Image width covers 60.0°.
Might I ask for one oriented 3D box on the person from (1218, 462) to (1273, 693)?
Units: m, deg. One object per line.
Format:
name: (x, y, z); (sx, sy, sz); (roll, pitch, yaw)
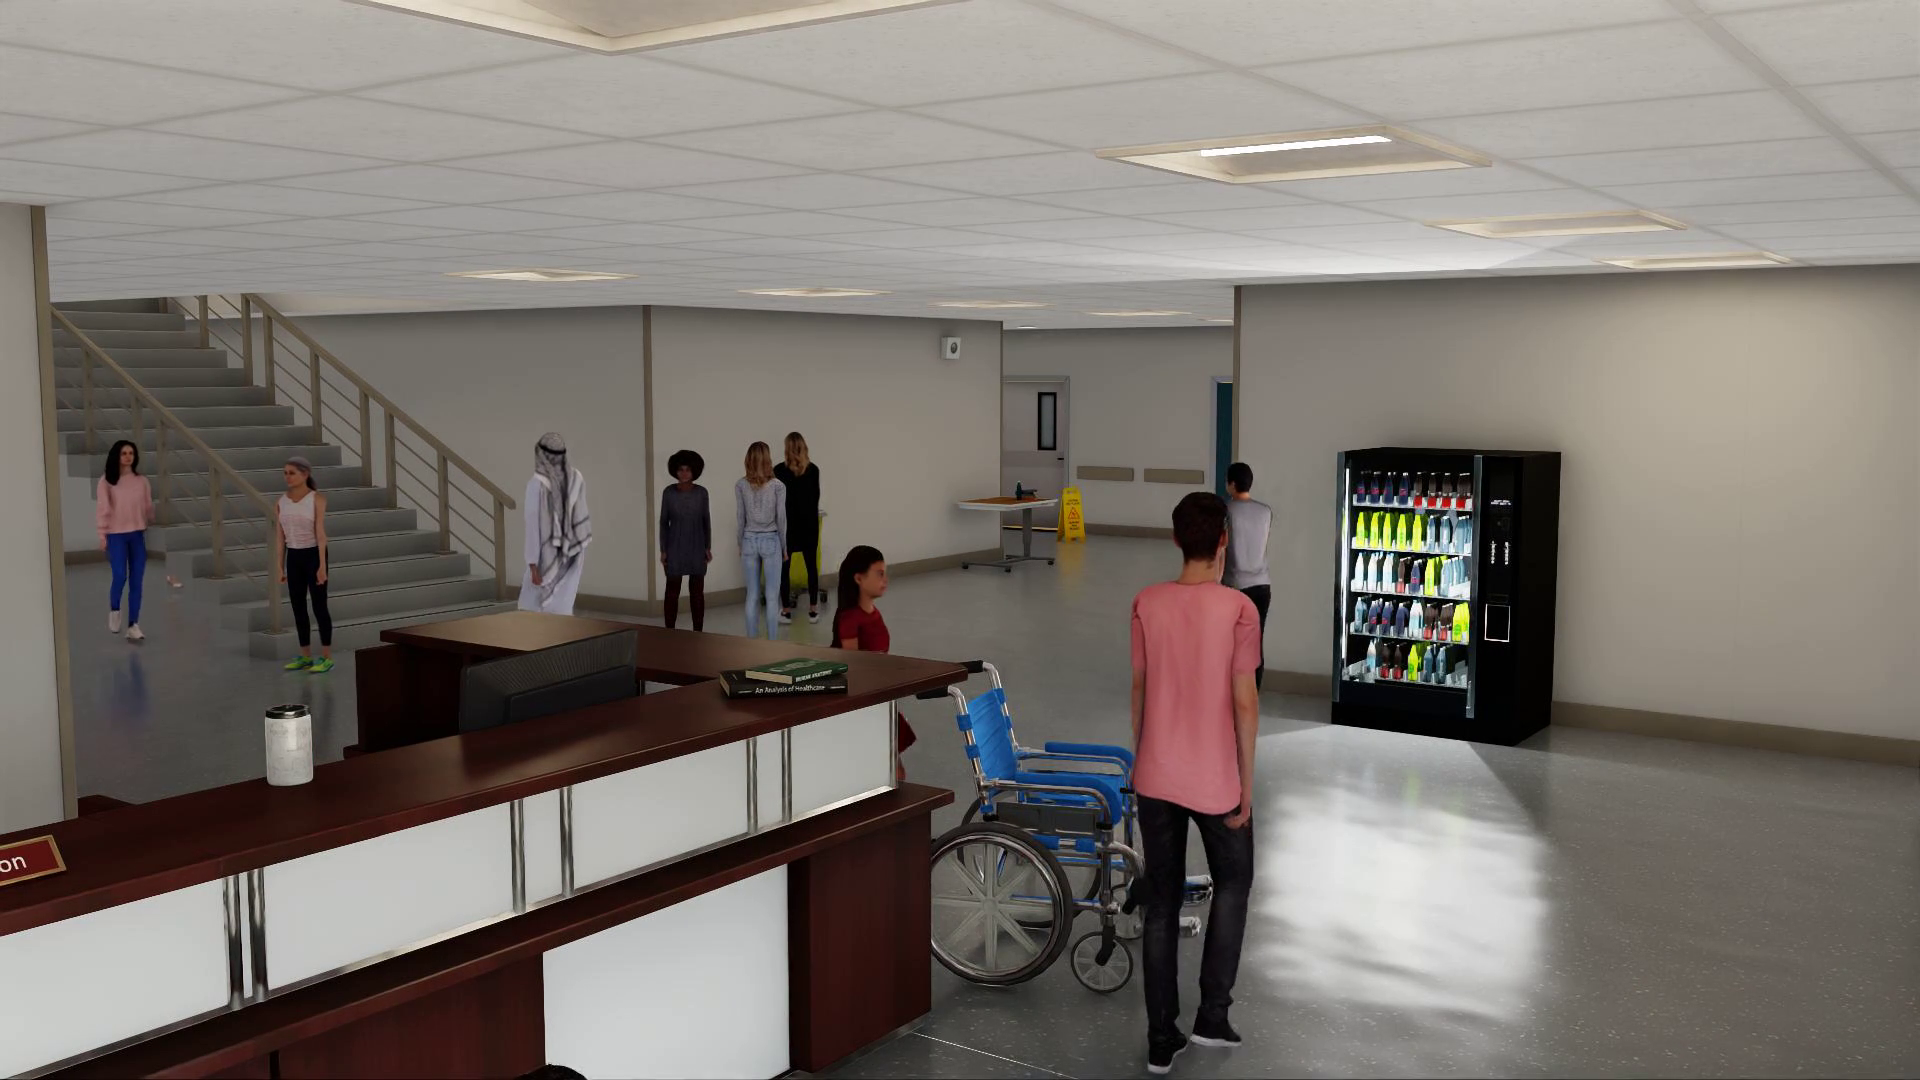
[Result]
person: (1.953, 0.359, 11.269); (0.909, 1.725, 0.978); (-1, 6, -13)

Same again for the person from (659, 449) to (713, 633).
person: (-2.305, 0.095, 13.951); (0.655, 1.712, 0.695); (-2, 6, -15)

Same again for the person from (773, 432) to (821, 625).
person: (-1.530, -0.115, 15.626); (0.702, 1.795, 0.732); (-2, 6, -19)

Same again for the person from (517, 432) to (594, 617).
person: (-2.909, 0.178, 12.138); (0.896, 1.910, 0.734); (5, 8, 42)

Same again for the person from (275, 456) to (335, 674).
person: (-5.148, 0.185, 13.108); (0.584, 1.702, 0.726); (2, 6, 15)

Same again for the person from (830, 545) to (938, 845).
person: (-0.553, 0.811, 7.843); (1.095, 1.509, 0.737); (2, 6, 20)

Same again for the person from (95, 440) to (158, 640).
person: (-7.382, -0.002, 14.663); (0.762, 1.763, 0.714); (6, 8, 45)

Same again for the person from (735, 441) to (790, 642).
person: (-1.626, 0.082, 13.665); (0.563, 1.796, 0.711); (2, 6, 15)

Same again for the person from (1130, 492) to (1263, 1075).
person: (0.733, 0.827, 5.525); (0.648, 1.943, 0.764); (2, 6, 21)
